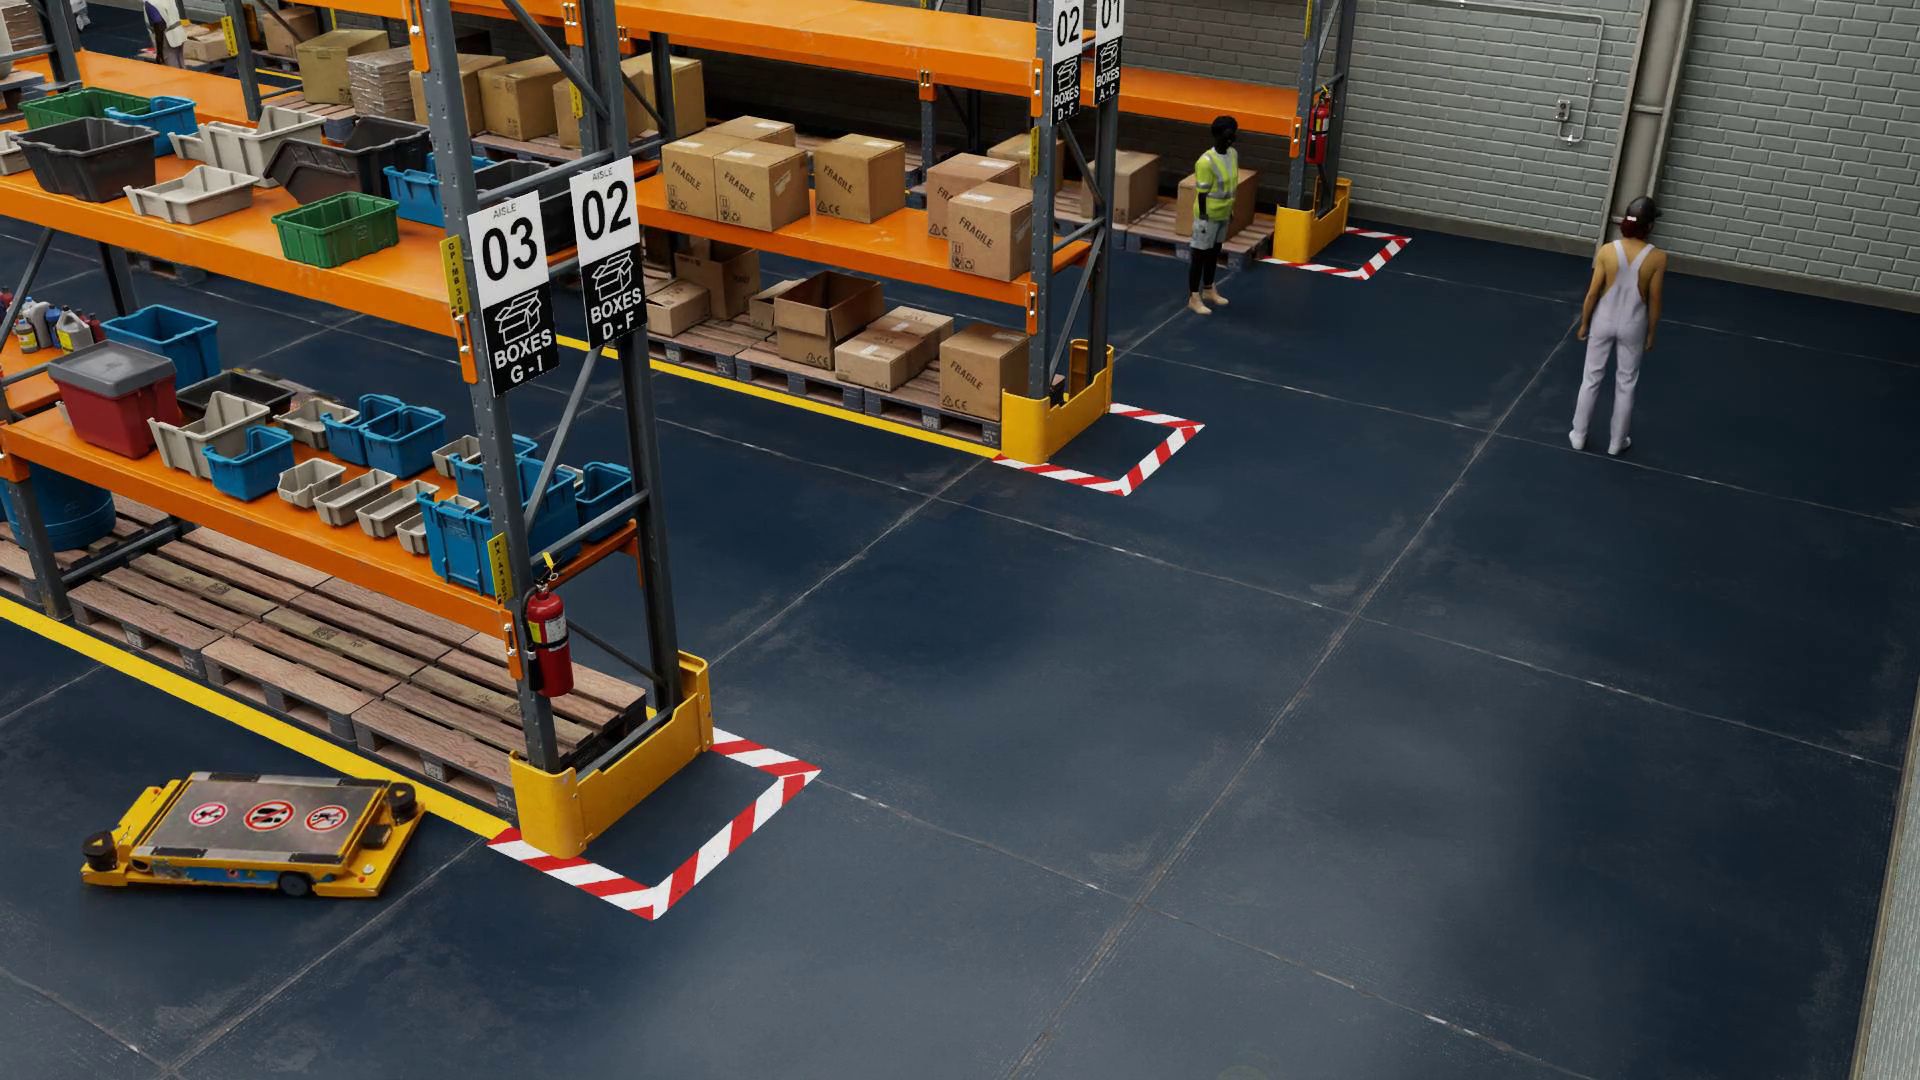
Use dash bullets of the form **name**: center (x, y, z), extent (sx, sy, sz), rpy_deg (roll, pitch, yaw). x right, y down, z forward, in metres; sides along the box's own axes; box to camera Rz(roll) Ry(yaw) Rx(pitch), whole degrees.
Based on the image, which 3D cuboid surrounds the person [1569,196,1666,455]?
- **person**: center (4.636, -1.511, 11.711), extent (0.519, 1.861, 0.386), rpy_deg (13, 32, 22)

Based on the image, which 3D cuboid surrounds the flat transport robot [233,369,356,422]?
- **flat transport robot**: center (-5.227, -0.972, 12.378), extent (1.431, 0.231, 0.659), rpy_deg (18, 34, 30)

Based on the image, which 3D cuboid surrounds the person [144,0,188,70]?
- **person**: center (-9.166, -5.716, 19.273), extent (0.393, 1.844, 0.563), rpy_deg (0, 29, -1)

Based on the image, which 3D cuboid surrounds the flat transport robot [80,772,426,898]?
- **flat transport robot**: center (-3.414, 1.426, 8.075), extent (1.431, 0.231, 0.659), rpy_deg (2, 29, 4)

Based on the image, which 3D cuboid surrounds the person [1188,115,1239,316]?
- **person**: center (2.163, -2.766, 14.129), extent (0.322, 1.695, 0.530), rpy_deg (22, 36, 34)

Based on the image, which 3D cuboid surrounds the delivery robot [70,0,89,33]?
- **delivery robot**: center (-12.953, -7.644, 24.074), extent (0.525, 0.614, 0.785), rpy_deg (-2, 29, -3)
